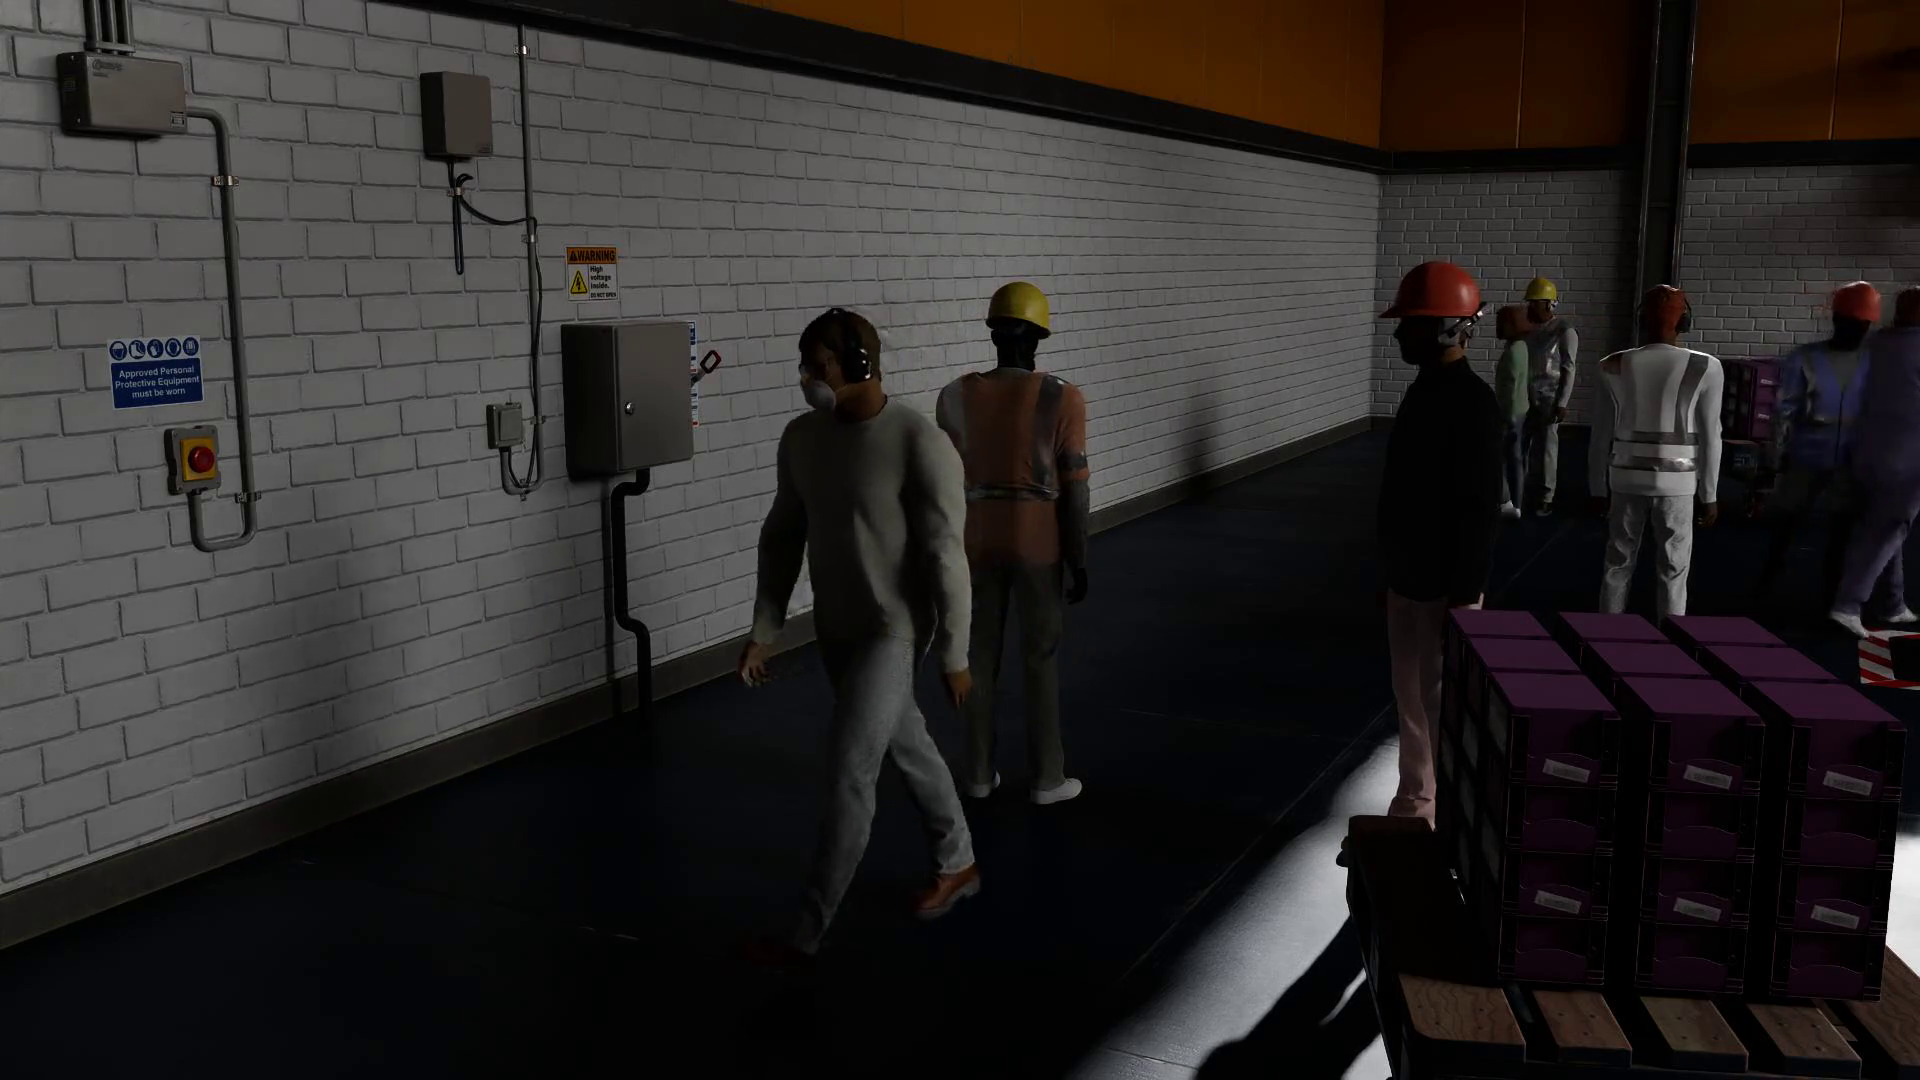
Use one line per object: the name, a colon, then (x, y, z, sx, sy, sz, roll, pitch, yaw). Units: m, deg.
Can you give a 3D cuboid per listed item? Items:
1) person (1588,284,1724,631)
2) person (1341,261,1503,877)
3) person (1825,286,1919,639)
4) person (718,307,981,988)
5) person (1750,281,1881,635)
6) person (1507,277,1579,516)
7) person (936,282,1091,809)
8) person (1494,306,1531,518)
person: (3.217, -0.240, 7.742, 0.580, 1.879, 0.347, 8, 12, 37)
person: (1.491, 0.122, 5.300, 0.381, 1.994, 0.621, -1, 10, -7)
person: (4.911, -0.410, 8.818, 0.914, 1.870, 0.658, -4, 11, -22)
person: (-0.282, 0.282, 4.767, 0.629, 1.871, 1.095, 9, 13, 43)
person: (4.734, -0.483, 9.151, 0.579, 1.889, 0.954, 3, 10, 15)
person: (4.440, -1.103, 12.862, 0.404, 1.833, 0.587, -8, 13, -39)
person: (0.201, 0.026, 6.081, 0.585, 1.918, 0.378, 4, 11, 22)
person: (4.139, -0.964, 12.679, 0.415, 1.620, 0.511, 5, 11, 28)
